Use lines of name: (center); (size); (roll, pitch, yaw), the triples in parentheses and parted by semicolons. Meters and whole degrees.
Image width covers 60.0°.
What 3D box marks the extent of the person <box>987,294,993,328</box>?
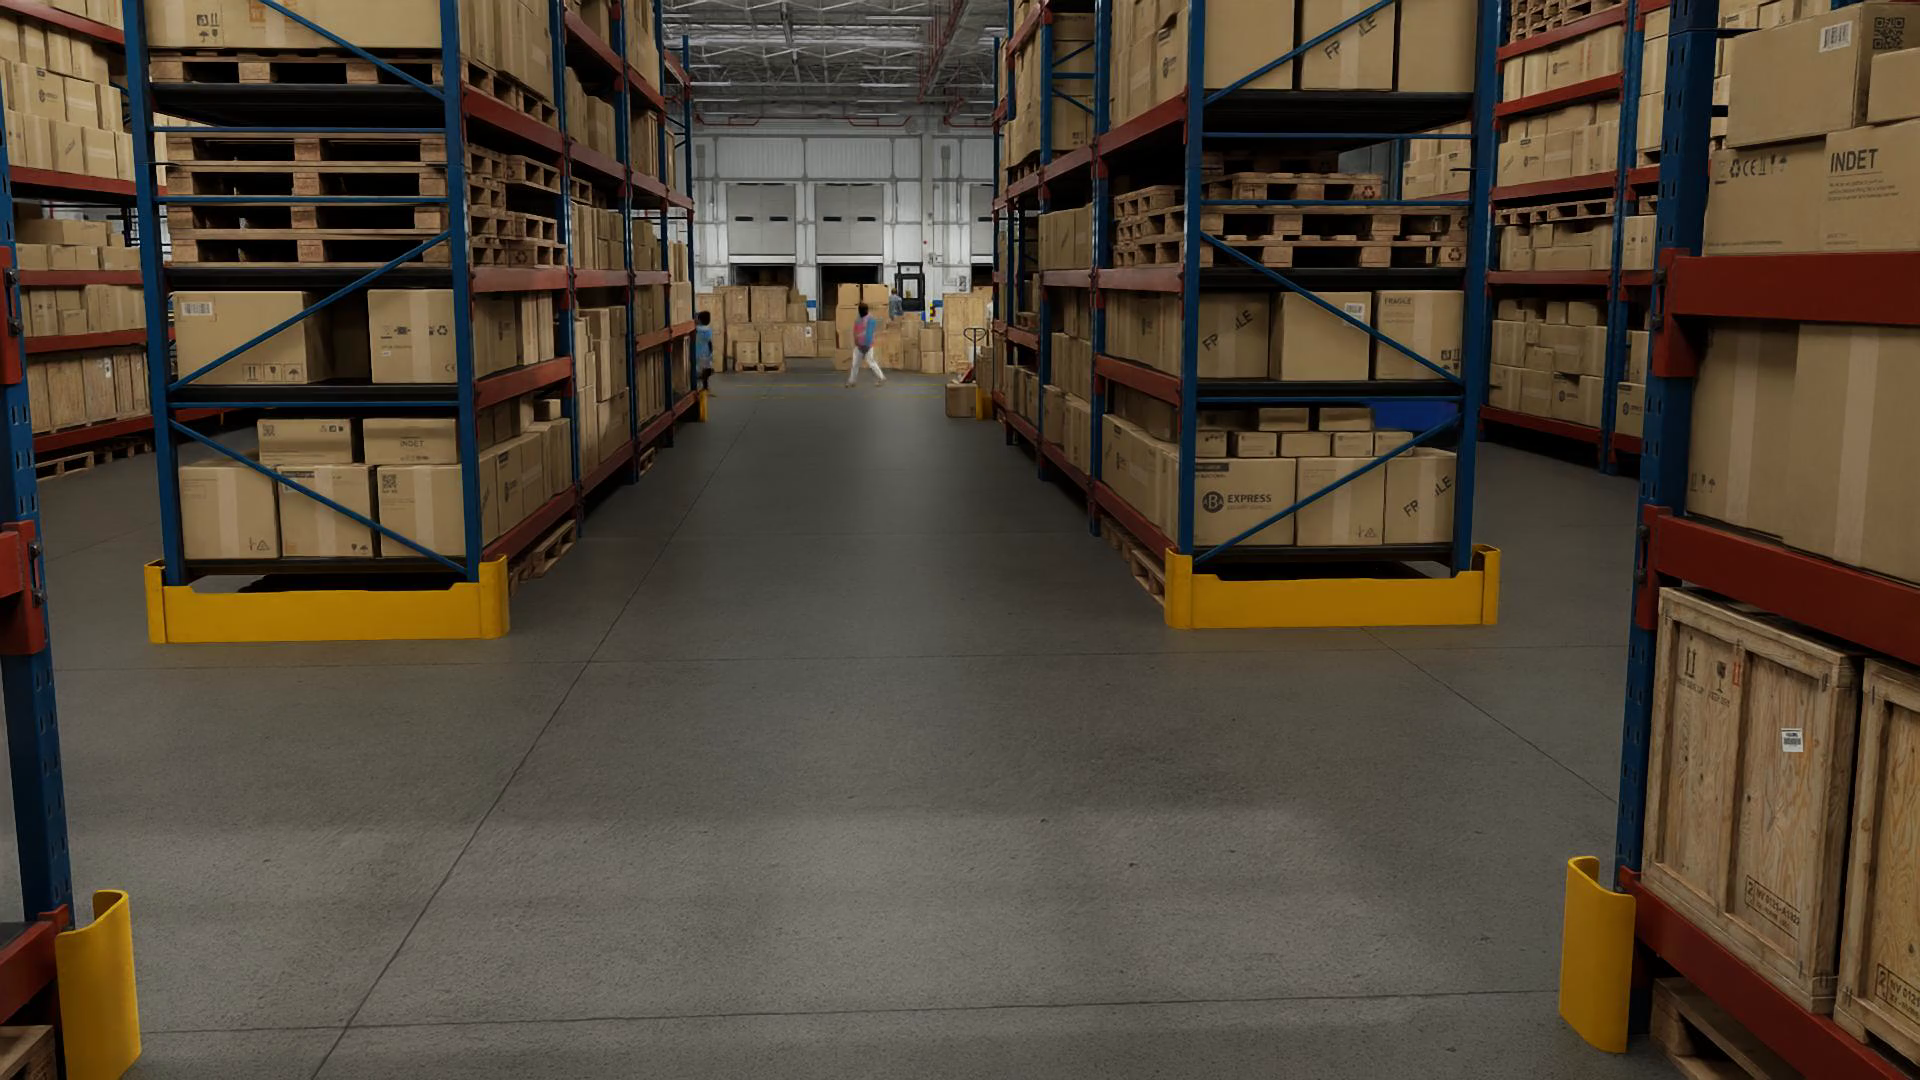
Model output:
person: (0.943, -5.543, 43.634); (0.624, 1.930, 0.378); (0, 9, -1)

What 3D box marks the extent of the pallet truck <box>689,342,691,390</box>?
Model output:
pallet truck: (-5.225, -3.008, 27.480); (1.885, 1.965, 0.823); (2, 9, 14)

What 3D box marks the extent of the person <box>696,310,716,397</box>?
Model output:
person: (-4.965, -3.586, 32.063); (0.495, 1.683, 0.547); (-6, 11, -33)

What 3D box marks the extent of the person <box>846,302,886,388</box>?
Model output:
person: (-1.965, -4.096, 34.939); (0.628, 1.816, 0.829); (8, 12, 41)

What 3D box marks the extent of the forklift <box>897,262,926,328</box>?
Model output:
forklift: (-1.780, -8.547, 59.498); (1.129, 2.768, 1.873); (-1, 9, -4)

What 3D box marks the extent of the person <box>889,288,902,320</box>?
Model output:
person: (-2.313, -7.829, 57.974); (0.636, 1.931, 0.377); (3, 10, 20)

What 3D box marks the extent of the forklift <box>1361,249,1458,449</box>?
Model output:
forklift: (5.827, -2.662, 22.547); (1.873, 2.768, 1.129); (8, 12, 40)
